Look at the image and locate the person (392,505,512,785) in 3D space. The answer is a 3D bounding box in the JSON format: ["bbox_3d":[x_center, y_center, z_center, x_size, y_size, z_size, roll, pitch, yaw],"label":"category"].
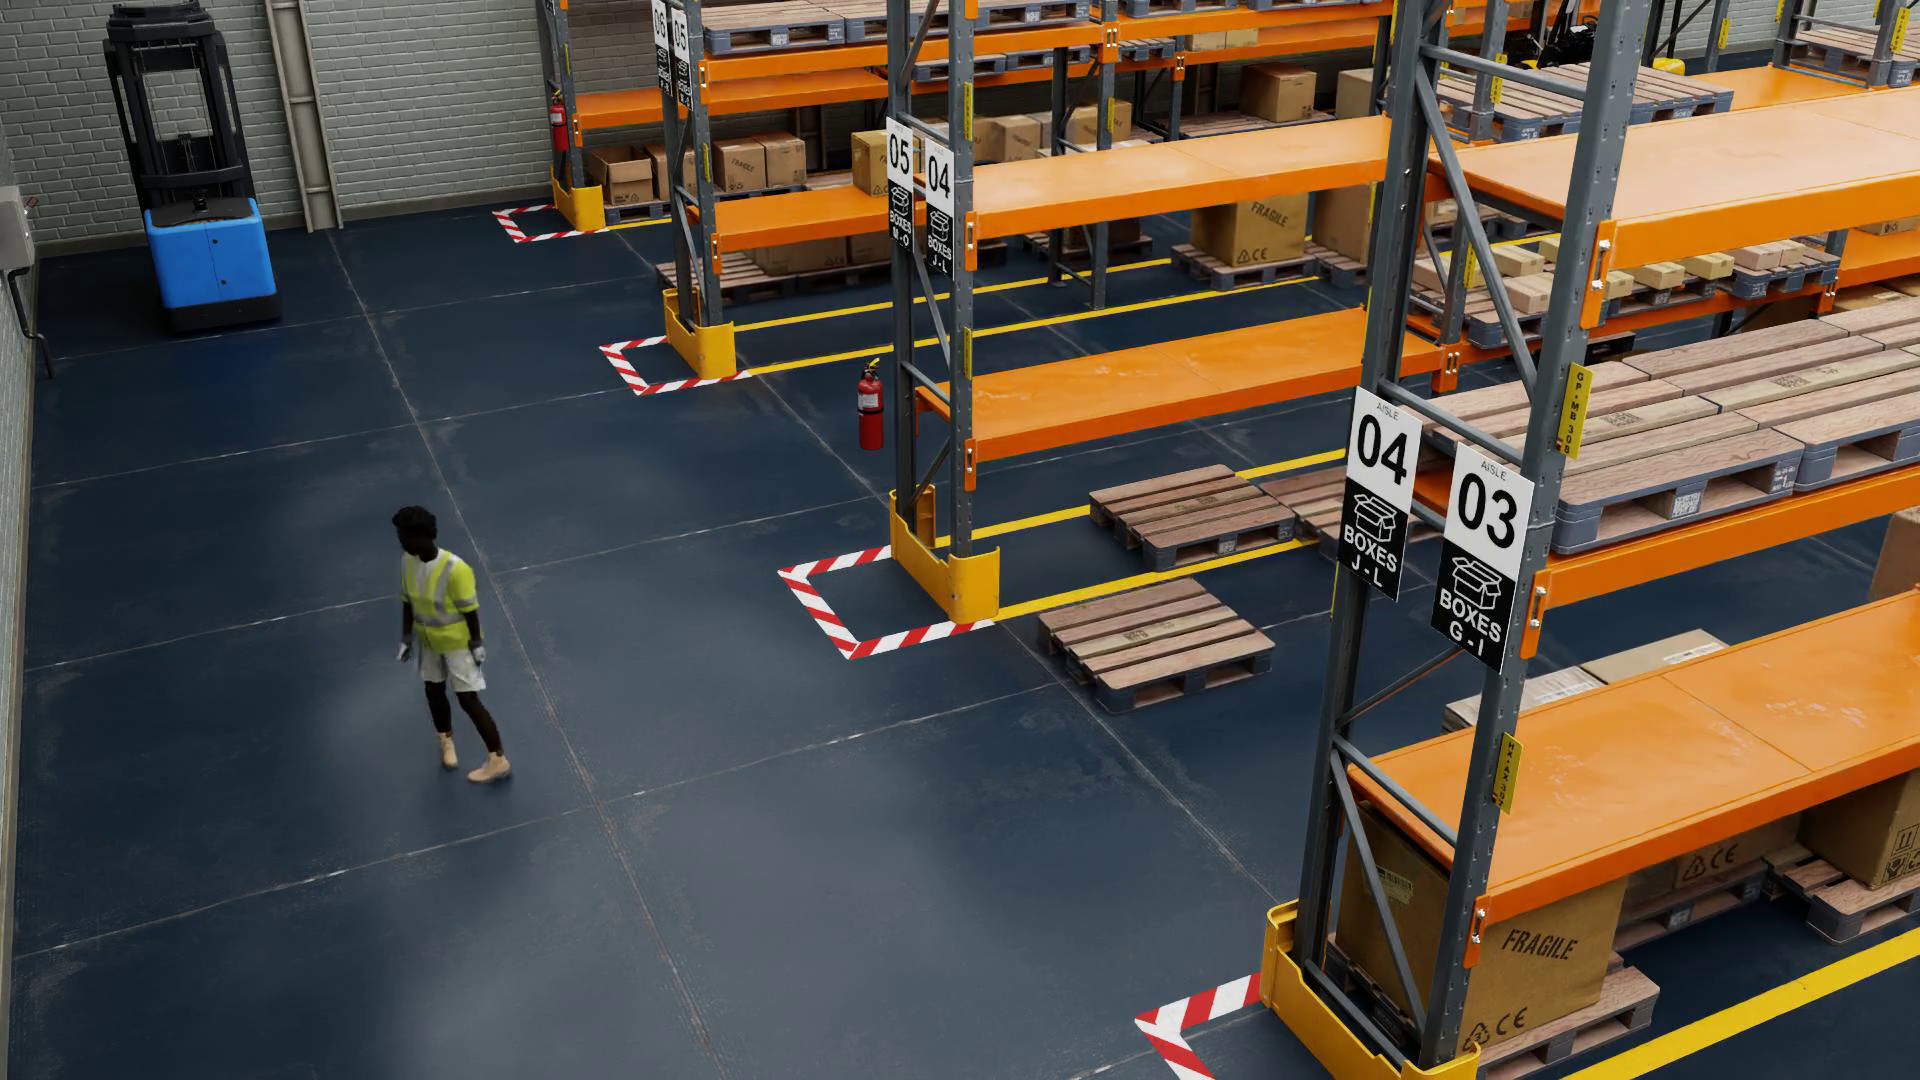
[{"bbox_3d":[-2.907,0.587,9.473,0.625,1.650,0.373,14,31,25],"label":"person"}]

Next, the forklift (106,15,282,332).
[{"bbox_3d":[-7.548,-3.672,16.323,1.129,2.768,1.873,-12,30,-22],"label":"forklift"}]

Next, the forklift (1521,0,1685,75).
[{"bbox_3d":[8.950,-6.807,23.056,1.214,2.155,2.313,-12,30,-22],"label":"forklift"}]
